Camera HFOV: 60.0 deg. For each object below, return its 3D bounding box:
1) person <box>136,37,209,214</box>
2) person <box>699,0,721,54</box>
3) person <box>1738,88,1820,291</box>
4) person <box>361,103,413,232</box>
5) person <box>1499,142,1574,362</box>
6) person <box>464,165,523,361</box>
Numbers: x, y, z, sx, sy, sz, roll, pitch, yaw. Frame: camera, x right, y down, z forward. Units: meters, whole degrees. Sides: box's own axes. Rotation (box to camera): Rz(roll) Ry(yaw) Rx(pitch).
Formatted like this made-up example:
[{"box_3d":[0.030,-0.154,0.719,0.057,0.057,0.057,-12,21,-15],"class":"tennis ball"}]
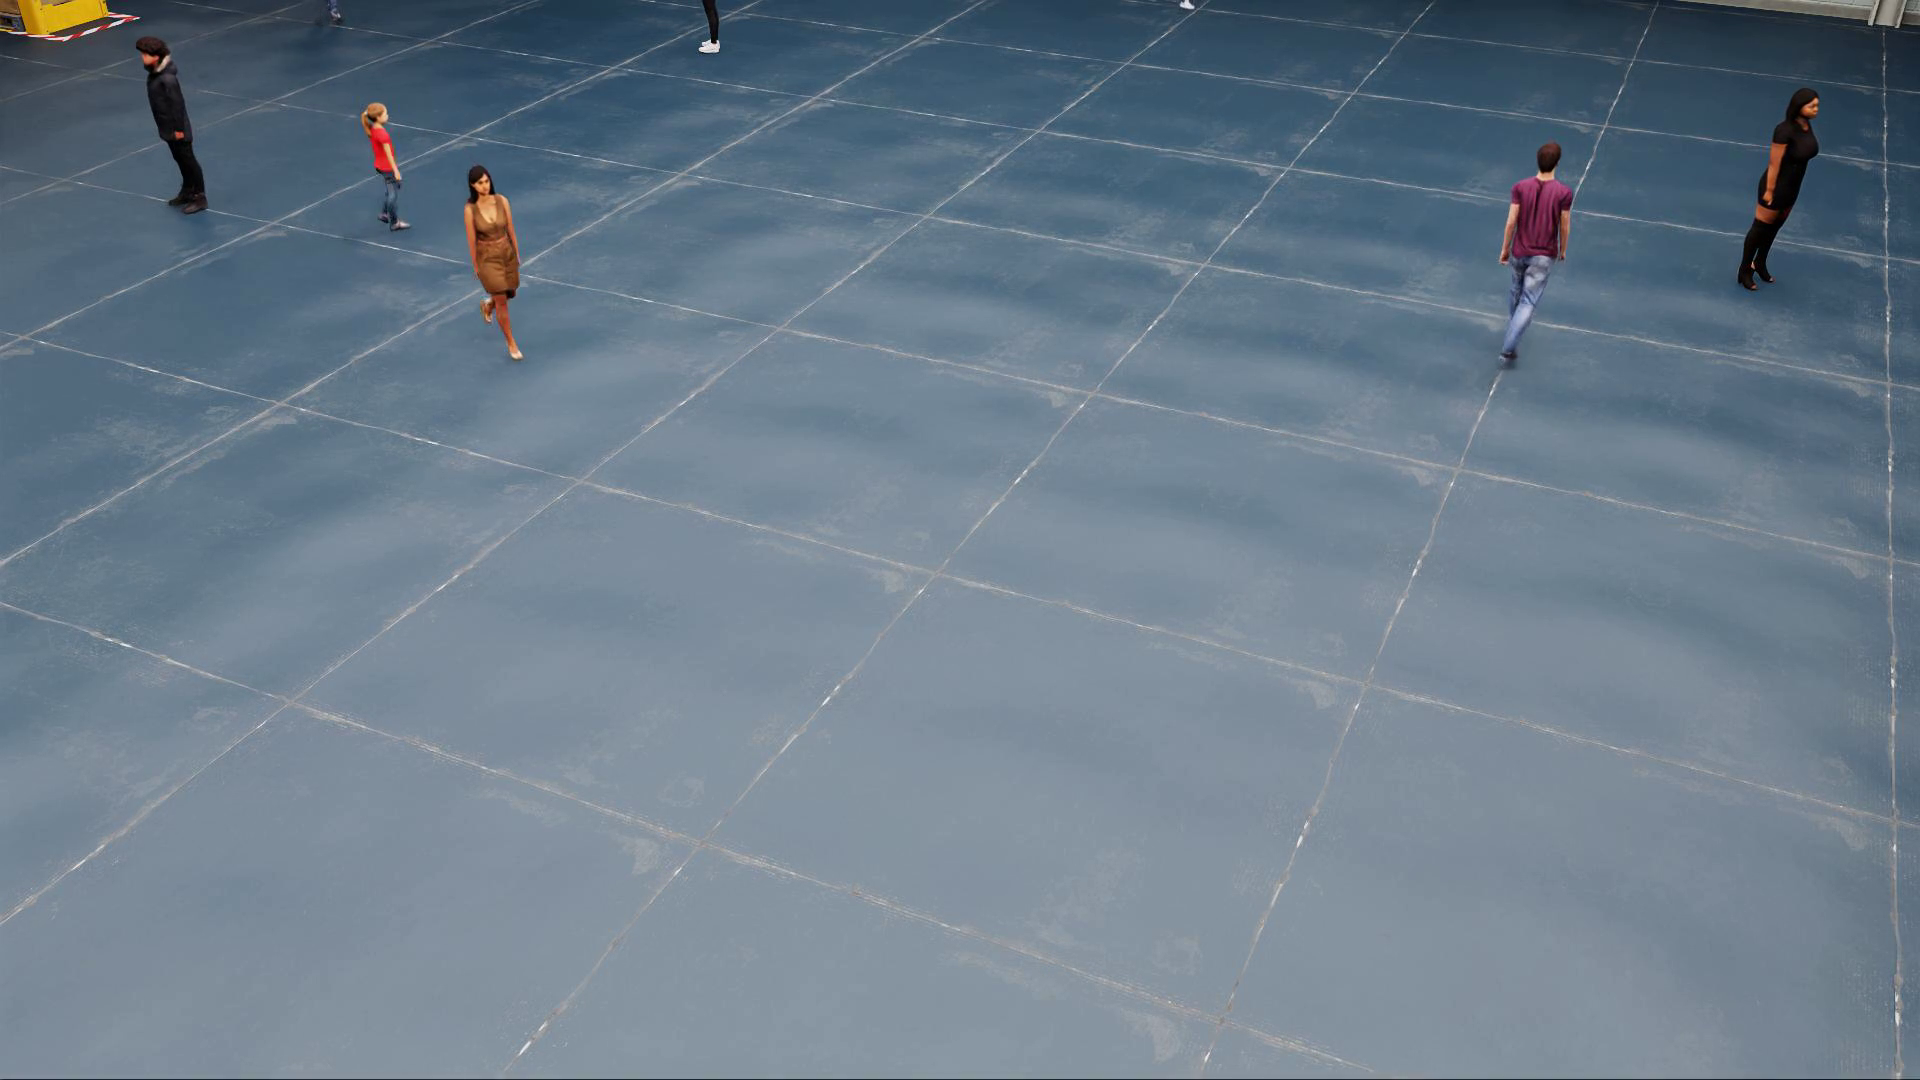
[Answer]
[{"box_3d":[-8.010,-4.244,16.949,0.765,1.778,0.638,-27,41,-36],"class":"person"},{"box_3d":[-3.327,-7.303,21.833,0.641,1.742,0.648,3,32,5],"class":"person"},{"box_3d":[7.529,-3.232,15.274,0.743,1.855,0.757,-22,38,-31],"class":"person"},{"box_3d":[-5.761,-3.682,16.509,0.659,1.297,0.589,-21,38,-29],"class":"person"},{"box_3d":[4.787,-2.373,13.955,1.161,1.809,0.863,20,37,29],"class":"person"},{"box_3d":[-3.957,-2.370,14.083,0.815,1.666,1.040,-24,40,-33],"class":"person"}]
